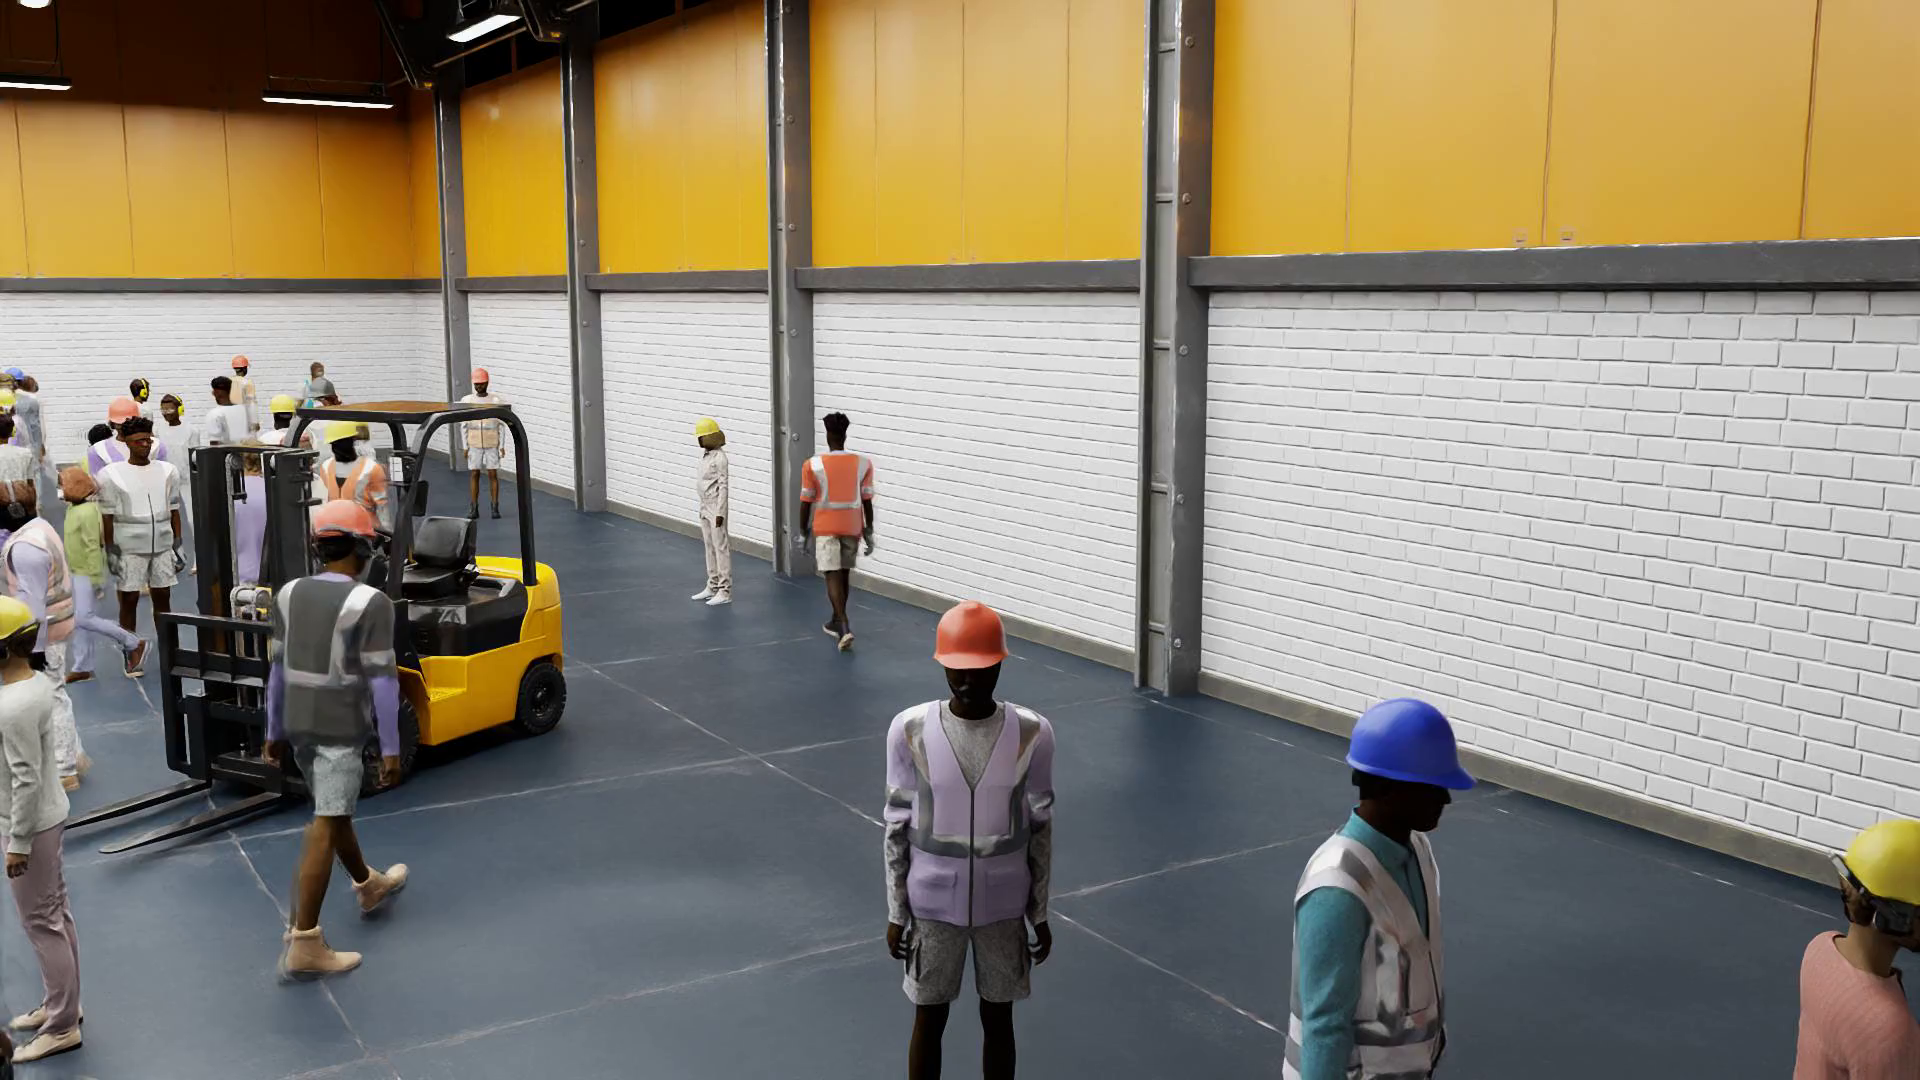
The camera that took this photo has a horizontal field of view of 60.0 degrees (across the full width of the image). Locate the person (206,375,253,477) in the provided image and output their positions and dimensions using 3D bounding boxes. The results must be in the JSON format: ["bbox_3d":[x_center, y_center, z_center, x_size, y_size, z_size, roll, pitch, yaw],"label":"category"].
[{"bbox_3d":[-8.350,-0.920,19.113,0.663,1.945,0.635,5,10,28],"label":"person"}]

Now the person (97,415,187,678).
[{"bbox_3d":[-6.164,0.041,12.572,0.367,1.966,0.607,7,11,40],"label":"person"}]

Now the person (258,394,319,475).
[{"bbox_3d":[-6.361,-0.413,15.762,0.379,1.928,0.585,7,11,40],"label":"person"}]

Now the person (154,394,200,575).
[{"bbox_3d":[-7.980,-0.562,17.005,0.505,1.864,0.331,1,8,6],"label":"person"}]

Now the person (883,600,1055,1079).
[{"bbox_3d":[0.031,1.143,5.243,0.542,1.939,0.364,-1,8,-3],"label":"person"}]

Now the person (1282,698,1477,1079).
[{"bbox_3d":[1.000,1.326,4.029,0.423,1.938,0.605,6,10,33],"label":"person"}]

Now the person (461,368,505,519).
[{"bbox_3d":[-6.071,-1.225,21.204,0.547,1.938,0.378,-2,9,-10],"label":"person"}]

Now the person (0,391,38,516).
[{"bbox_3d":[-10.652,-0.764,18.564,0.766,1.796,0.618,-4,9,-27],"label":"person"}]

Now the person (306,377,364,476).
[{"bbox_3d":[-6.436,-0.638,16.902,0.686,2.000,0.535,1,9,8],"label":"person"}]

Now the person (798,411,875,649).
[{"bbox_3d":[-0.993,-0.091,13.608,0.612,1.930,0.974,-3,9,-21],"label":"person"}]

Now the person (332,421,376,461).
[{"bbox_3d":[-5.942,-0.394,16.317,0.513,1.720,0.491,2,9,15],"label":"person"}]

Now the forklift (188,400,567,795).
[{"bbox_3d":[-3.529,0.258,10.348,1.214,2.155,2.313,4,9,25],"label":"forklift"}]

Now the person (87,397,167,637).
[{"bbox_3d":[-6.920,-0.186,13.922,0.612,2.029,0.407,-6,11,-37],"label":"person"}]

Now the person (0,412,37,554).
[{"bbox_3d":[-8.227,-0.176,14.365,0.319,1.871,0.532,4,9,26],"label":"person"}]

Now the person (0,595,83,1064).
[{"bbox_3d":[-3.542,1.077,6.283,0.314,1.763,0.535,-4,9,-23],"label":"person"}]

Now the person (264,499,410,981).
[{"bbox_3d":[-2.696,0.820,7.291,0.712,1.970,1.060,4,9,23],"label":"person"}]

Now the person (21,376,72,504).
[{"bbox_3d":[-12.084,-1.263,21.930,0.552,1.799,0.857,3,9,22],"label":"person"}]

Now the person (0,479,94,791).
[{"bbox_3d":[-5.311,0.555,9.587,0.477,1.831,0.654,-4,10,-28],"label":"person"}]

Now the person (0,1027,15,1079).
[{"bbox_3d":[-1.556,1.595,2.708,0.630,1.791,0.952,-3,9,-18],"label":"person"}]

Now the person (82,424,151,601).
[{"bbox_3d":[-7.983,-0.255,15.586,0.548,1.670,0.715,7,11,37],"label":"person"}]

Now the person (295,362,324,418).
[{"bbox_3d":[-10.036,-1.869,26.013,0.920,1.798,0.572,5,10,30],"label":"person"}]

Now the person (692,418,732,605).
[{"bbox_3d":[-2.314,-0.270,15.447,0.307,1.736,0.484,-5,10,-31],"label":"person"}]

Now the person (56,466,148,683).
[{"bbox_3d":[-6.428,0.254,12.310,0.561,1.620,0.510,-7,11,-39],"label":"person"}]

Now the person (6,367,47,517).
[{"bbox_3d":[-12.073,-1.247,21.359,0.607,1.940,0.417,-6,10,-33],"label":"person"}]

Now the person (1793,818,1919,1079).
[{"bbox_3d":[1.991,1.465,3.687,0.345,1.758,0.532,2,9,12],"label":"person"}]

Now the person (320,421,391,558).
[{"bbox_3d":[-4.997,-0.091,13.834,0.582,1.872,1.037,4,9,23],"label":"person"}]

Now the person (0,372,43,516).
[{"bbox_3d":[-11.540,-1.081,20.278,0.637,1.930,0.373,-5,10,-28],"label":"person"}]

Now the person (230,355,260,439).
[{"bbox_3d":[-10.950,-1.855,25.439,0.544,1.943,0.347,3,9,17],"label":"person"}]
